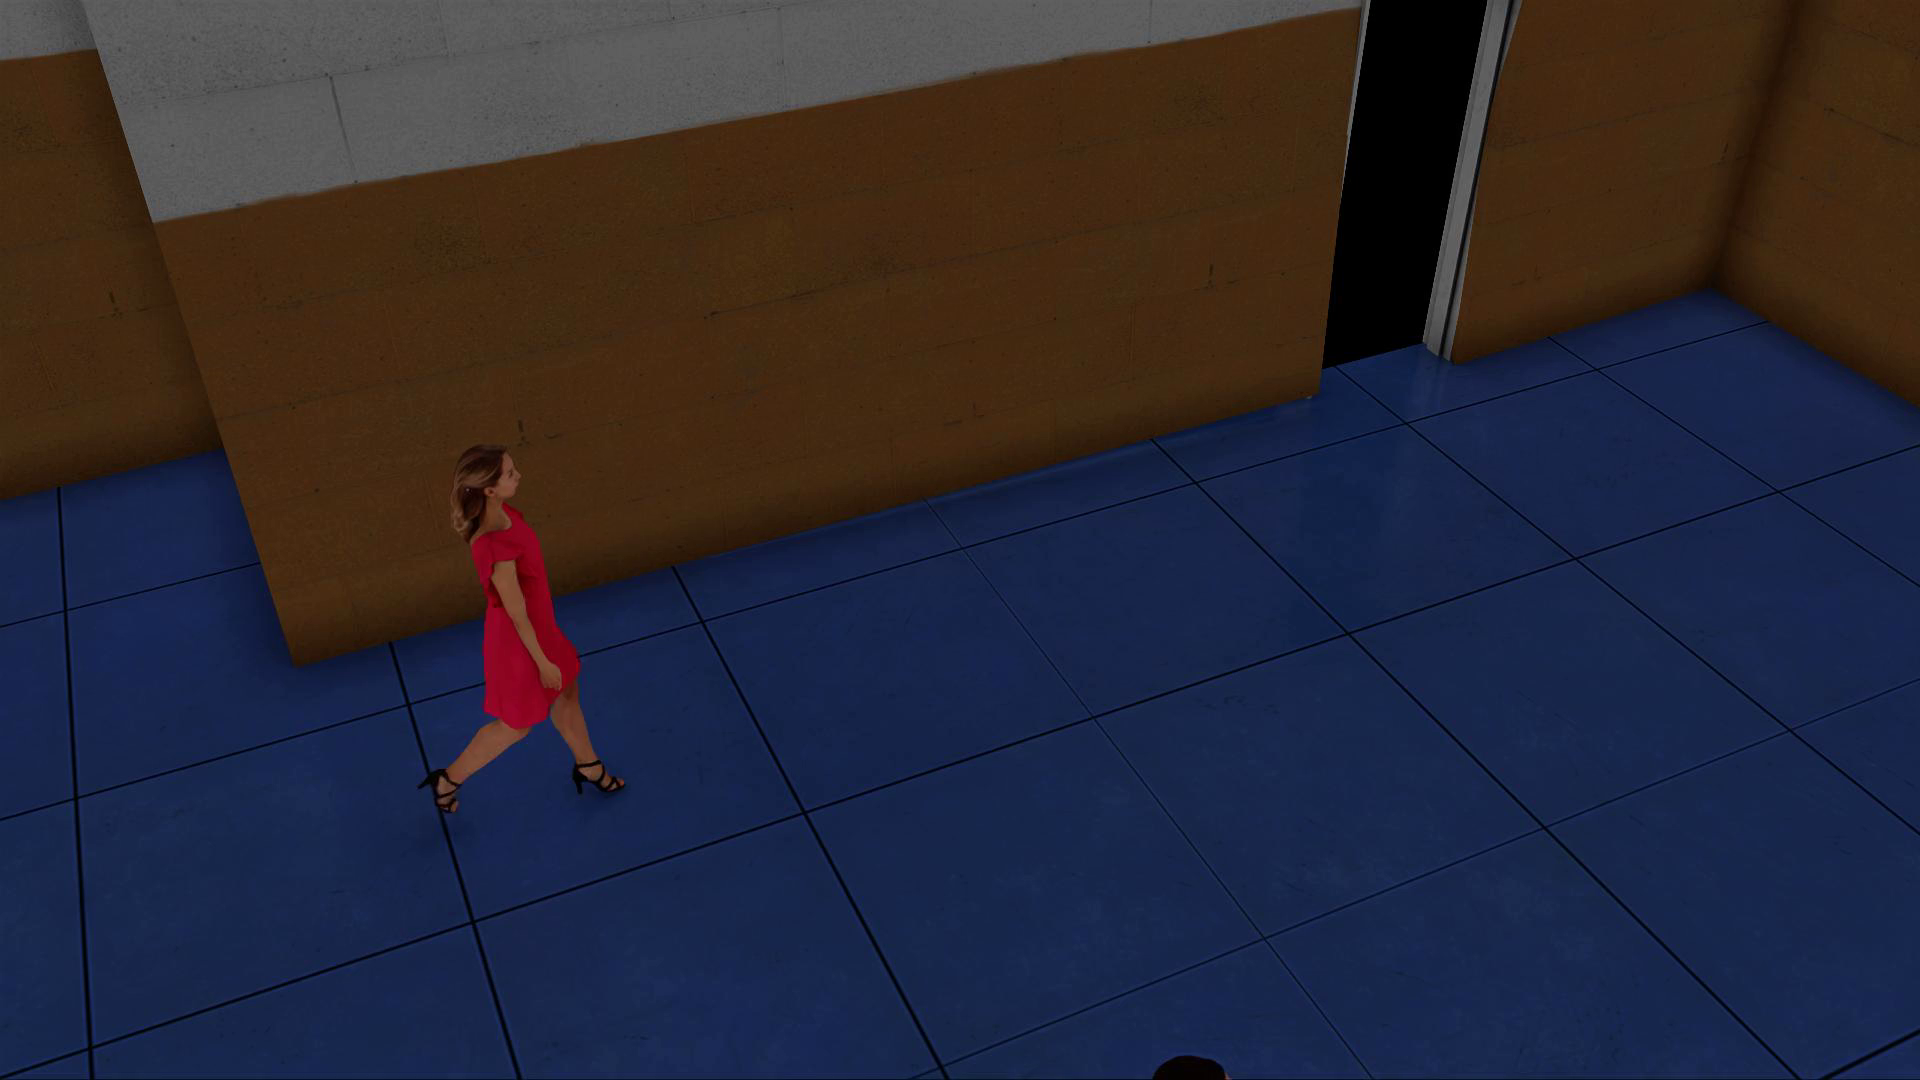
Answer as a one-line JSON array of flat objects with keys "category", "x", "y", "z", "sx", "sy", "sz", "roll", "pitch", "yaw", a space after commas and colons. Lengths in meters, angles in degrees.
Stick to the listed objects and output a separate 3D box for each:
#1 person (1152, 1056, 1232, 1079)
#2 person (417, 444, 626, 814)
[{"category": "person", "x": 0.549, "y": 1.885, "z": 4.285, "sx": 0.695, "sy": 1.683, "sz": 0.566, "roll": -1, "pitch": 37, "yaw": -2}, {"category": "person", "x": -1.734, "y": 0.408, "z": 6.240, "sx": 0.815, "sy": 1.699, "sz": 1.007, "roll": -6, "pitch": 37, "yaw": -8}]
